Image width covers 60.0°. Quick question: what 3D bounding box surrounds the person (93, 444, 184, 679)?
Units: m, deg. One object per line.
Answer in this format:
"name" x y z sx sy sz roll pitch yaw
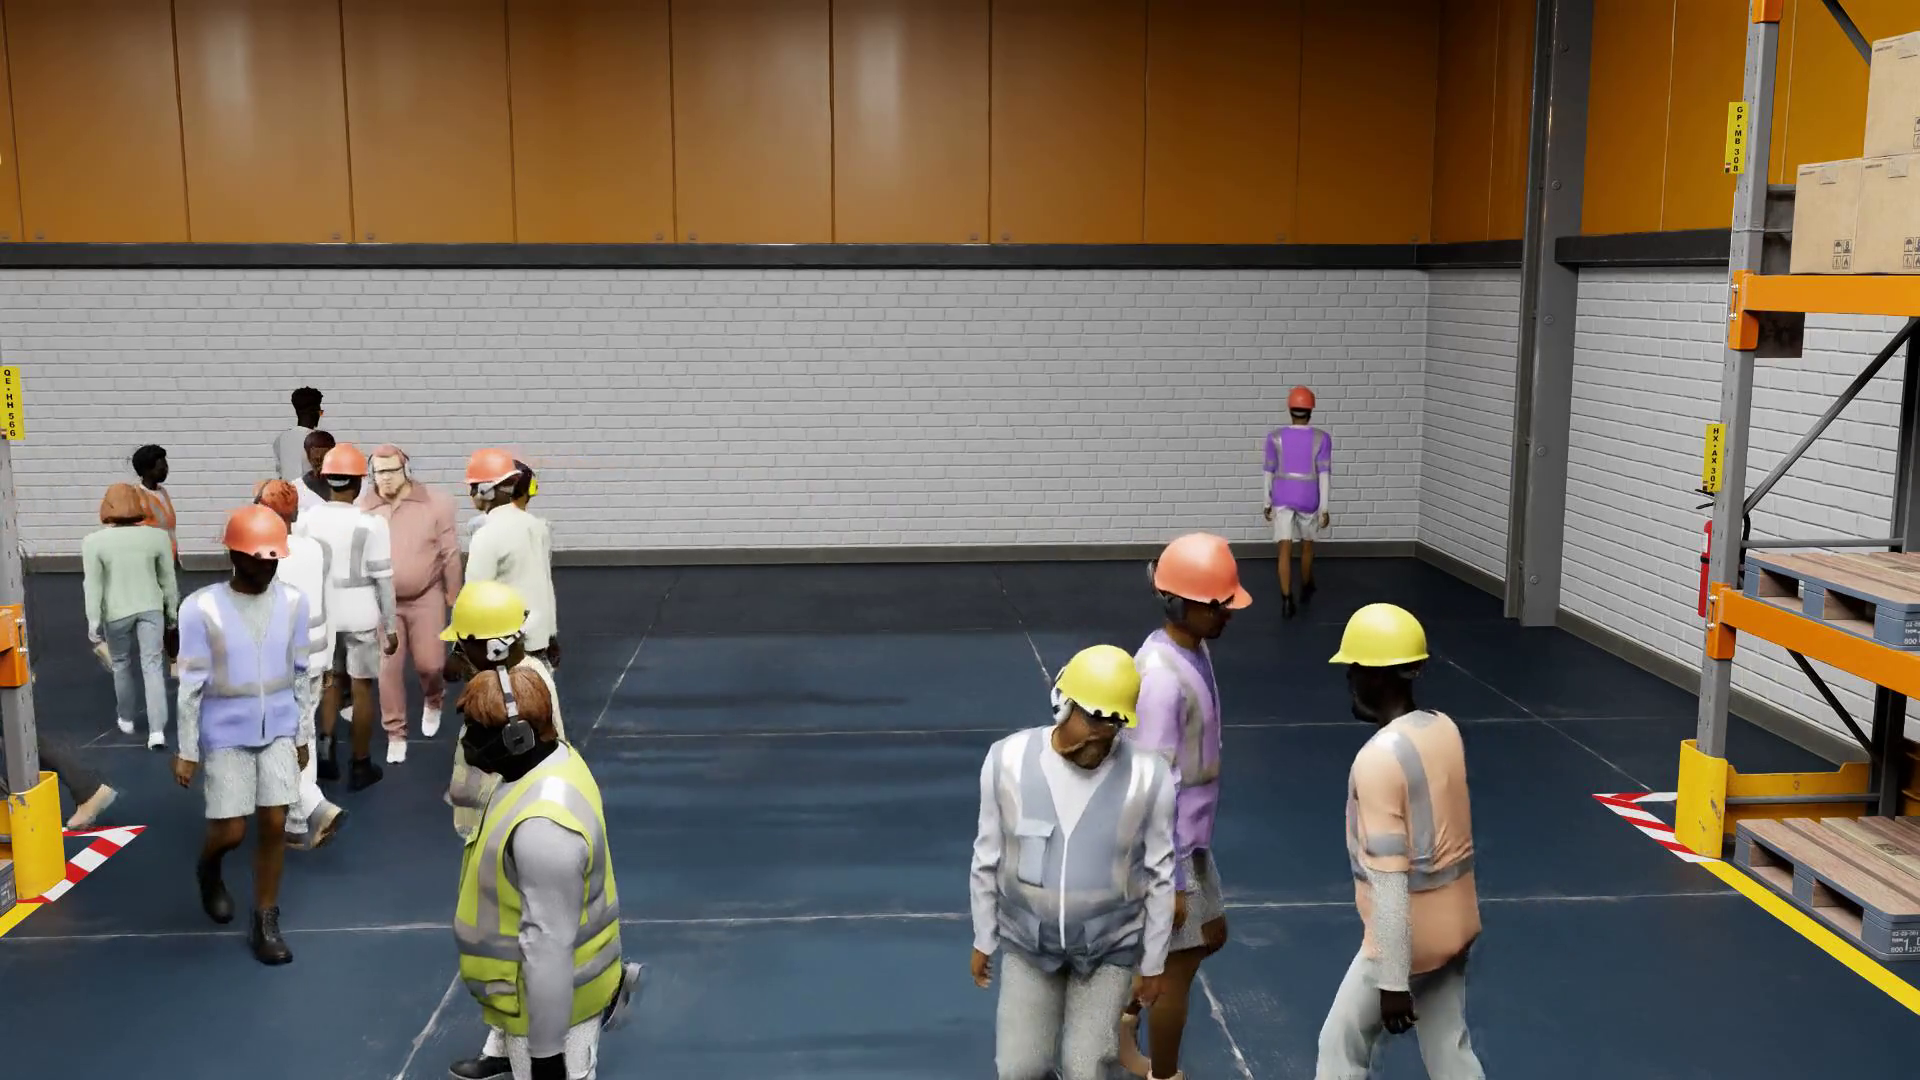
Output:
"person" -5.719 0.159 11.620 0.738 1.668 0.534 -2 9 -12

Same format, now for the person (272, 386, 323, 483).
"person" -5.187 -0.244 13.264 0.608 1.959 0.373 5 11 31

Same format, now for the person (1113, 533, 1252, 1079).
"person" 0.672 0.963 5.485 0.524 2.020 0.669 3 9 17

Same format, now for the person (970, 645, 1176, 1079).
"person" 0.330 1.167 4.900 0.610 1.794 0.479 2 9 12

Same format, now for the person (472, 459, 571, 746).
"person" -2.511 0.454 9.370 0.490 1.816 0.971 0 9 2

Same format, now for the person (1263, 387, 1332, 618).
"person" 2.849 -0.338 14.043 0.569 1.888 0.957 3 9 16

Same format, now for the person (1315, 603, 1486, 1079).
"person" 1.235 1.125 4.878 0.898 1.880 0.616 7 12 38

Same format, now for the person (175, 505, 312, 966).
"person" -2.979 0.789 6.913 0.622 1.912 0.582 9 13 44

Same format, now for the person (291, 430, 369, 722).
"person" -4.116 0.204 10.773 0.972 1.876 0.595 9 12 43

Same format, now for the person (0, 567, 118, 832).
"person" -4.782 0.611 8.350 0.897 1.817 0.514 -4 10 -23

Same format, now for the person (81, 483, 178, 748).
"person" -4.991 0.448 10.046 0.520 1.592 0.865 -6 11 -33

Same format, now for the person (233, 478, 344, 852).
"person" -3.216 0.629 8.058 0.566 1.867 0.581 5 10 29

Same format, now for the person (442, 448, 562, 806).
"person" -2.389 0.513 8.491 0.884 1.953 0.630 1 9 6

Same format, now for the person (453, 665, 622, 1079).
"person" -1.126 1.225 4.466 0.430 1.829 0.618 -2 9 -14

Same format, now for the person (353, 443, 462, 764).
"person" -3.275 0.348 9.808 0.686 1.885 0.573 -2 9 -12

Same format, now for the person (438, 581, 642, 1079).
"person" -1.481 1.015 5.808 0.605 1.806 0.610 -2 9 -13

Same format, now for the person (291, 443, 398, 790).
"person" -3.364 0.428 9.134 0.572 1.919 0.428 1 9 5
